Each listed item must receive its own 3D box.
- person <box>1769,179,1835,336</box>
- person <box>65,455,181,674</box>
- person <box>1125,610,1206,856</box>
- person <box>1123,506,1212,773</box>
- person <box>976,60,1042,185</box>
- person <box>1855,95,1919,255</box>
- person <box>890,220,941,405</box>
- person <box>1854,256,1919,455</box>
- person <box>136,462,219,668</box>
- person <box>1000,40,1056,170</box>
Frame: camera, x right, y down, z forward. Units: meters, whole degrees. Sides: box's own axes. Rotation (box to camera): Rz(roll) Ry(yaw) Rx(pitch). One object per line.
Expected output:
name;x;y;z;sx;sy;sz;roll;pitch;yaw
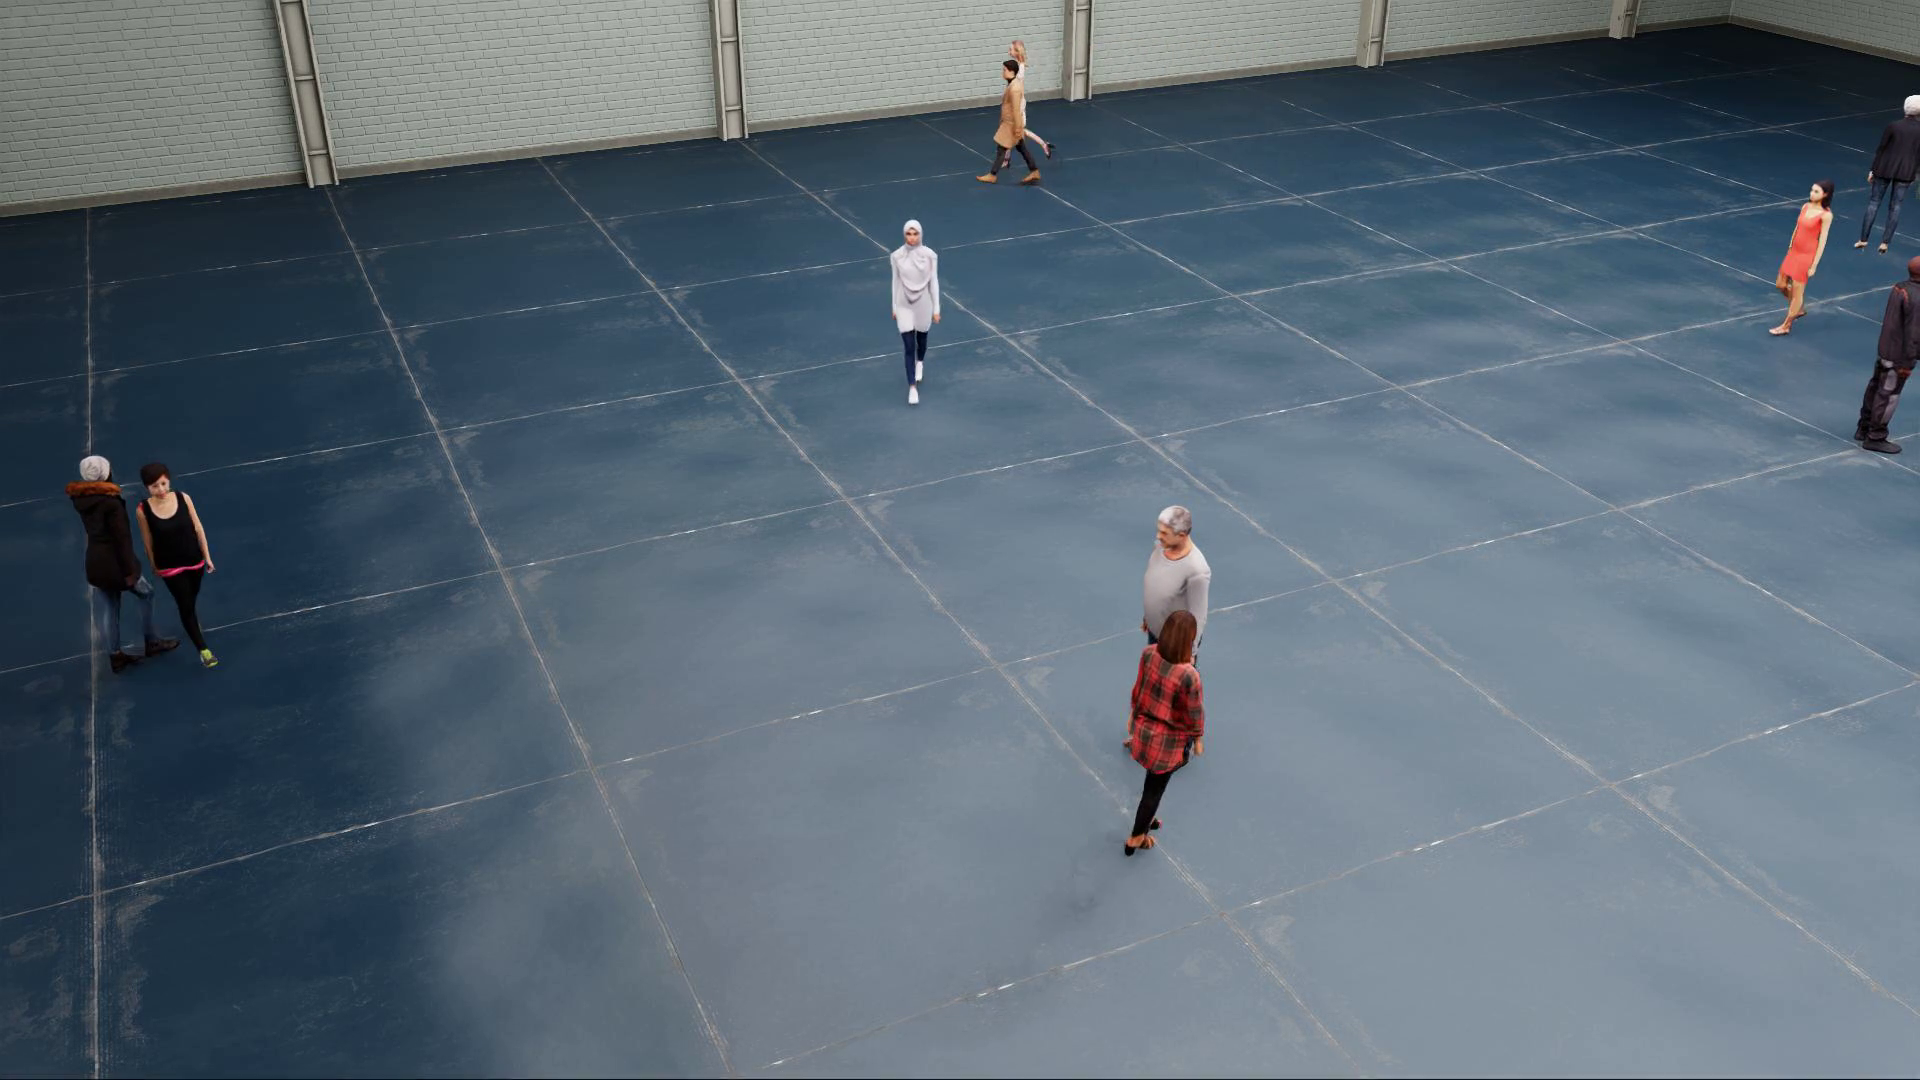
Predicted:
person;9.065;-3.016;17.750;0.723;1.713;0.650;-8;29;-15
person;-6.062;0.207;11.807;0.829;1.610;0.892;13;31;23
person;1.130;1.201;9.867;0.694;1.678;0.696;-22;35;-35
person;1.376;0.612;10.737;0.613;1.900;0.722;-14;31;-24
person;0.804;-5.696;22.813;1.236;1.683;0.974;-1;28;-1
person;10.327;-4.070;18.459;0.809;1.778;0.765;12;30;21
person;-0.438;-2.284;16.343;1.151;1.742;0.991;-1;28;-2
person;8.549;-1.727;15.209;0.800;1.826;0.789;4;28;7
person;-5.693;0.112;12.093;1.057;1.508;0.834;-24;36;-37
person;0.908;-6.109;23.458;1.160;1.806;0.900;0;28;0
